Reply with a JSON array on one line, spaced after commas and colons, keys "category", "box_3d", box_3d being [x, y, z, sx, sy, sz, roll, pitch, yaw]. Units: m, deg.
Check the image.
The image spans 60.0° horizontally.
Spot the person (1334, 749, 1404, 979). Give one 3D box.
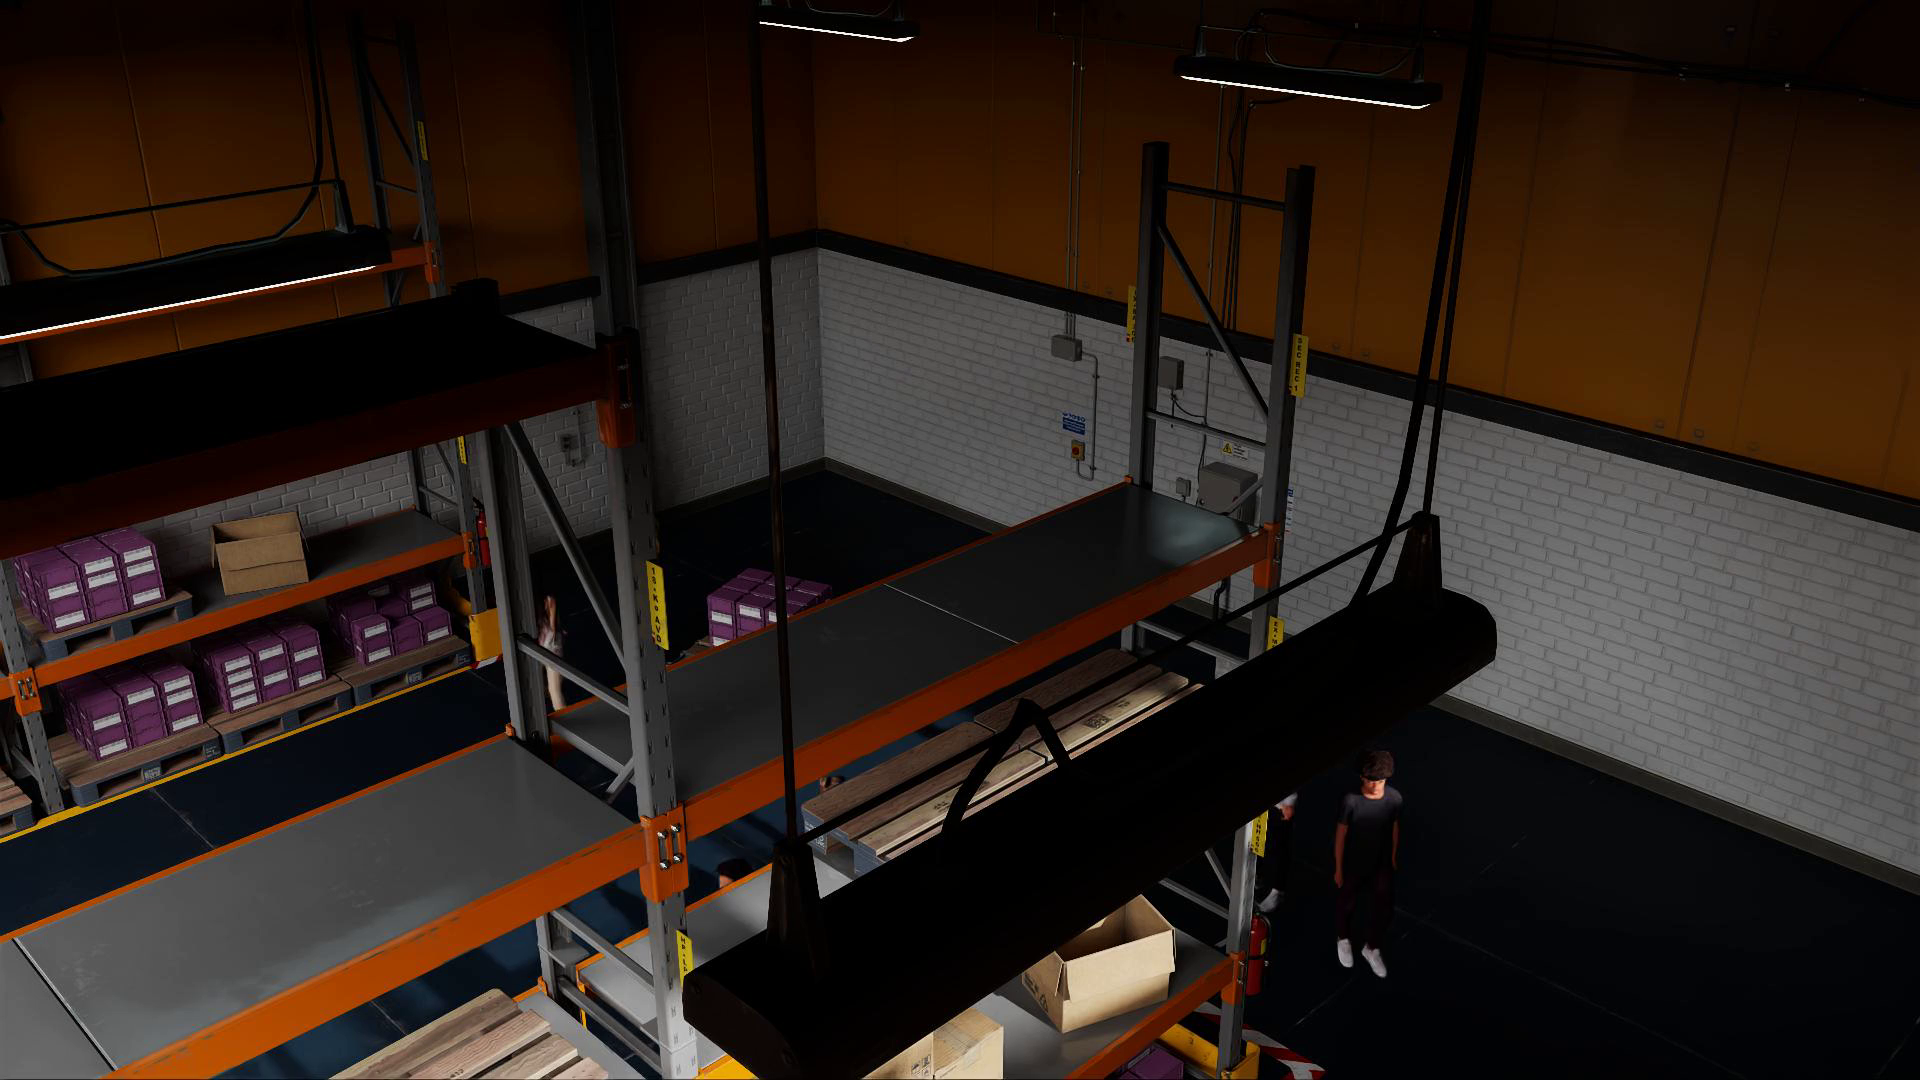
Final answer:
[{"category": "person", "box_3d": [2.834, 2.193, 11.729, 0.792, 1.763, 0.860, -2, 24, -4]}]
